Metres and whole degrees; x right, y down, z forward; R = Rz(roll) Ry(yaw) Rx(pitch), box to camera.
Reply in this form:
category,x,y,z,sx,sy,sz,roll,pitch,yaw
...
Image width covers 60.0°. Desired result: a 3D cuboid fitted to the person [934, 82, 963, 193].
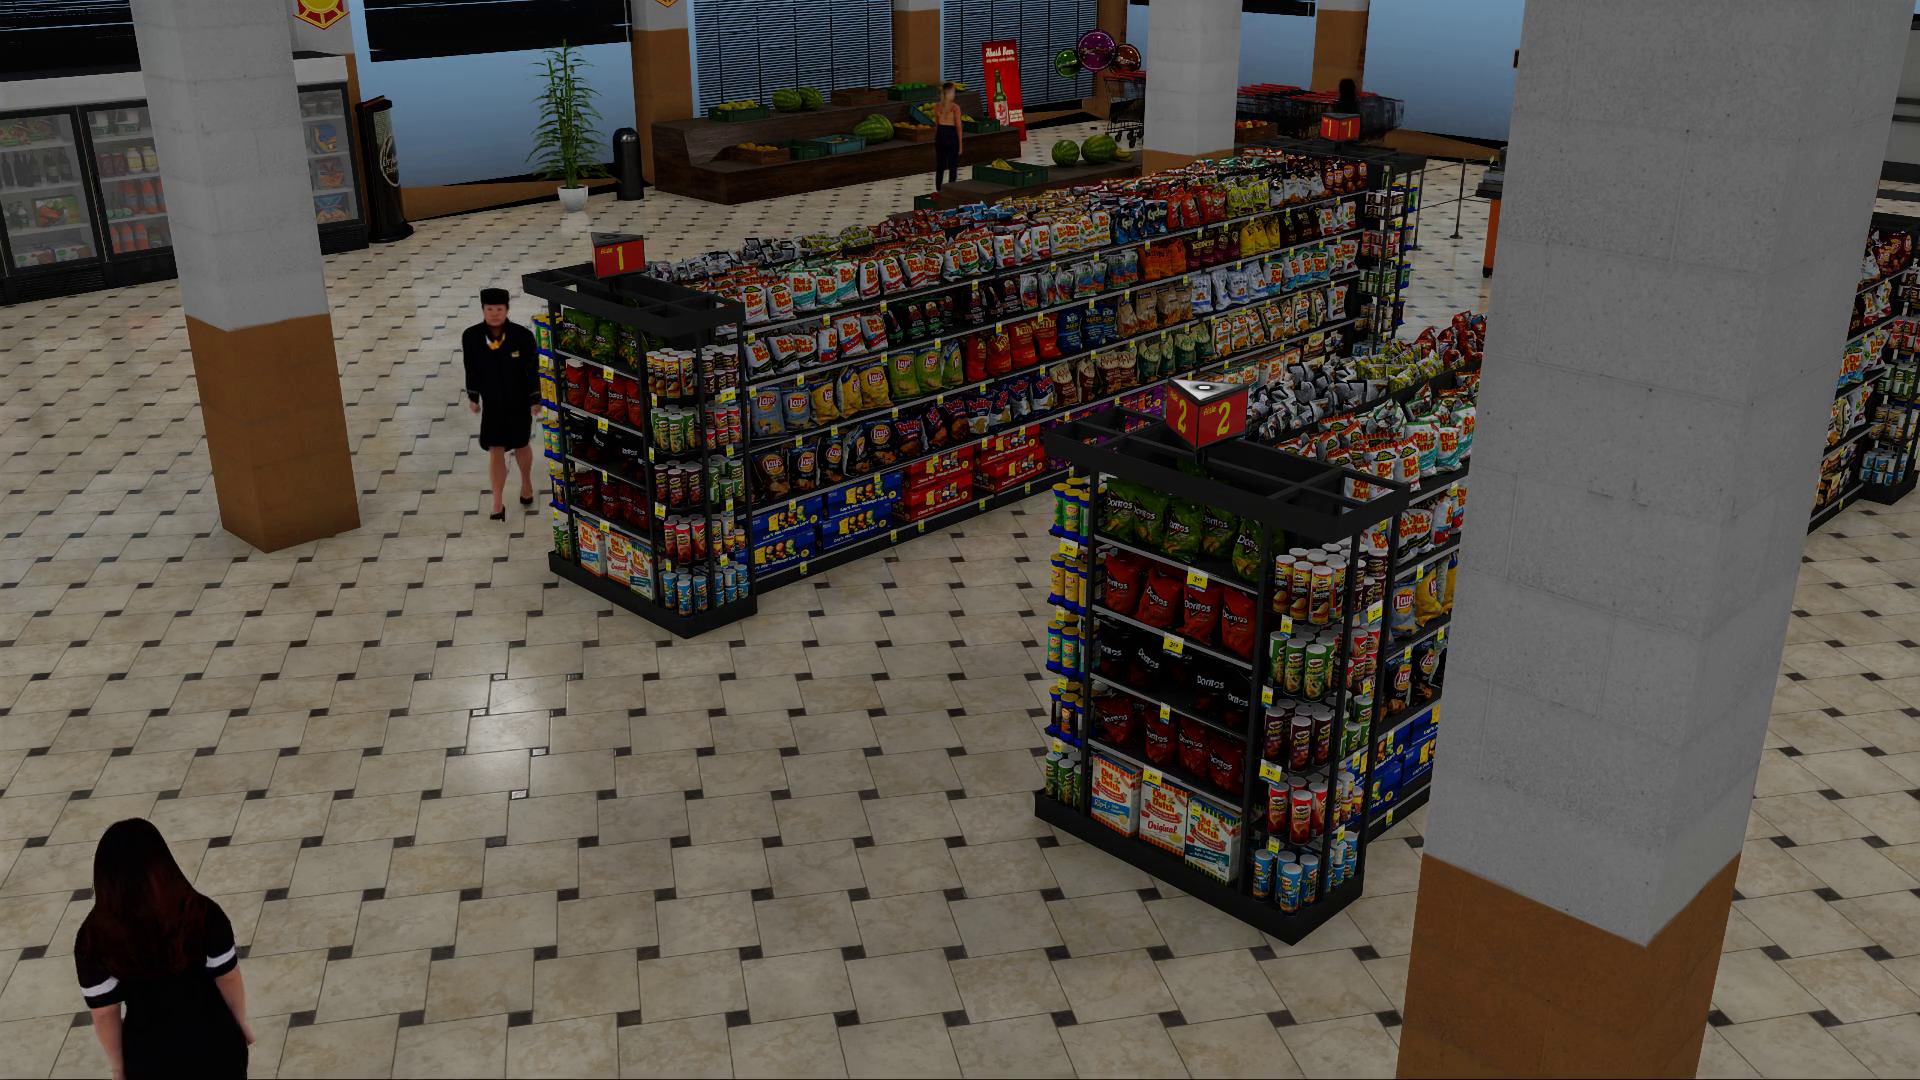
category,x,y,z,sx,sy,sz,roll,pitch,yaw
person,-0.178,-5.573,23.289,0.631,1.627,0.621,10,24,24

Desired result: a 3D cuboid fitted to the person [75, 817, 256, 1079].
category,x,y,z,sx,sy,sz,roll,pitch,yaw
person,-2.484,1.651,5.313,0.988,1.624,0.907,-8,23,-20

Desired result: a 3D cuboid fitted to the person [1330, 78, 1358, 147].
category,x,y,z,sx,sy,sz,roll,pitch,yaw
person,5.586,-5.769,23.829,1.033,1.586,1.127,7,23,16

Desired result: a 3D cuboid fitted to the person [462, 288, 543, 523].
category,x,y,z,sx,sy,sz,roll,pitch,yaw
person,-3.210,-0.984,11.852,1.096,1.638,1.130,-2,22,-4
